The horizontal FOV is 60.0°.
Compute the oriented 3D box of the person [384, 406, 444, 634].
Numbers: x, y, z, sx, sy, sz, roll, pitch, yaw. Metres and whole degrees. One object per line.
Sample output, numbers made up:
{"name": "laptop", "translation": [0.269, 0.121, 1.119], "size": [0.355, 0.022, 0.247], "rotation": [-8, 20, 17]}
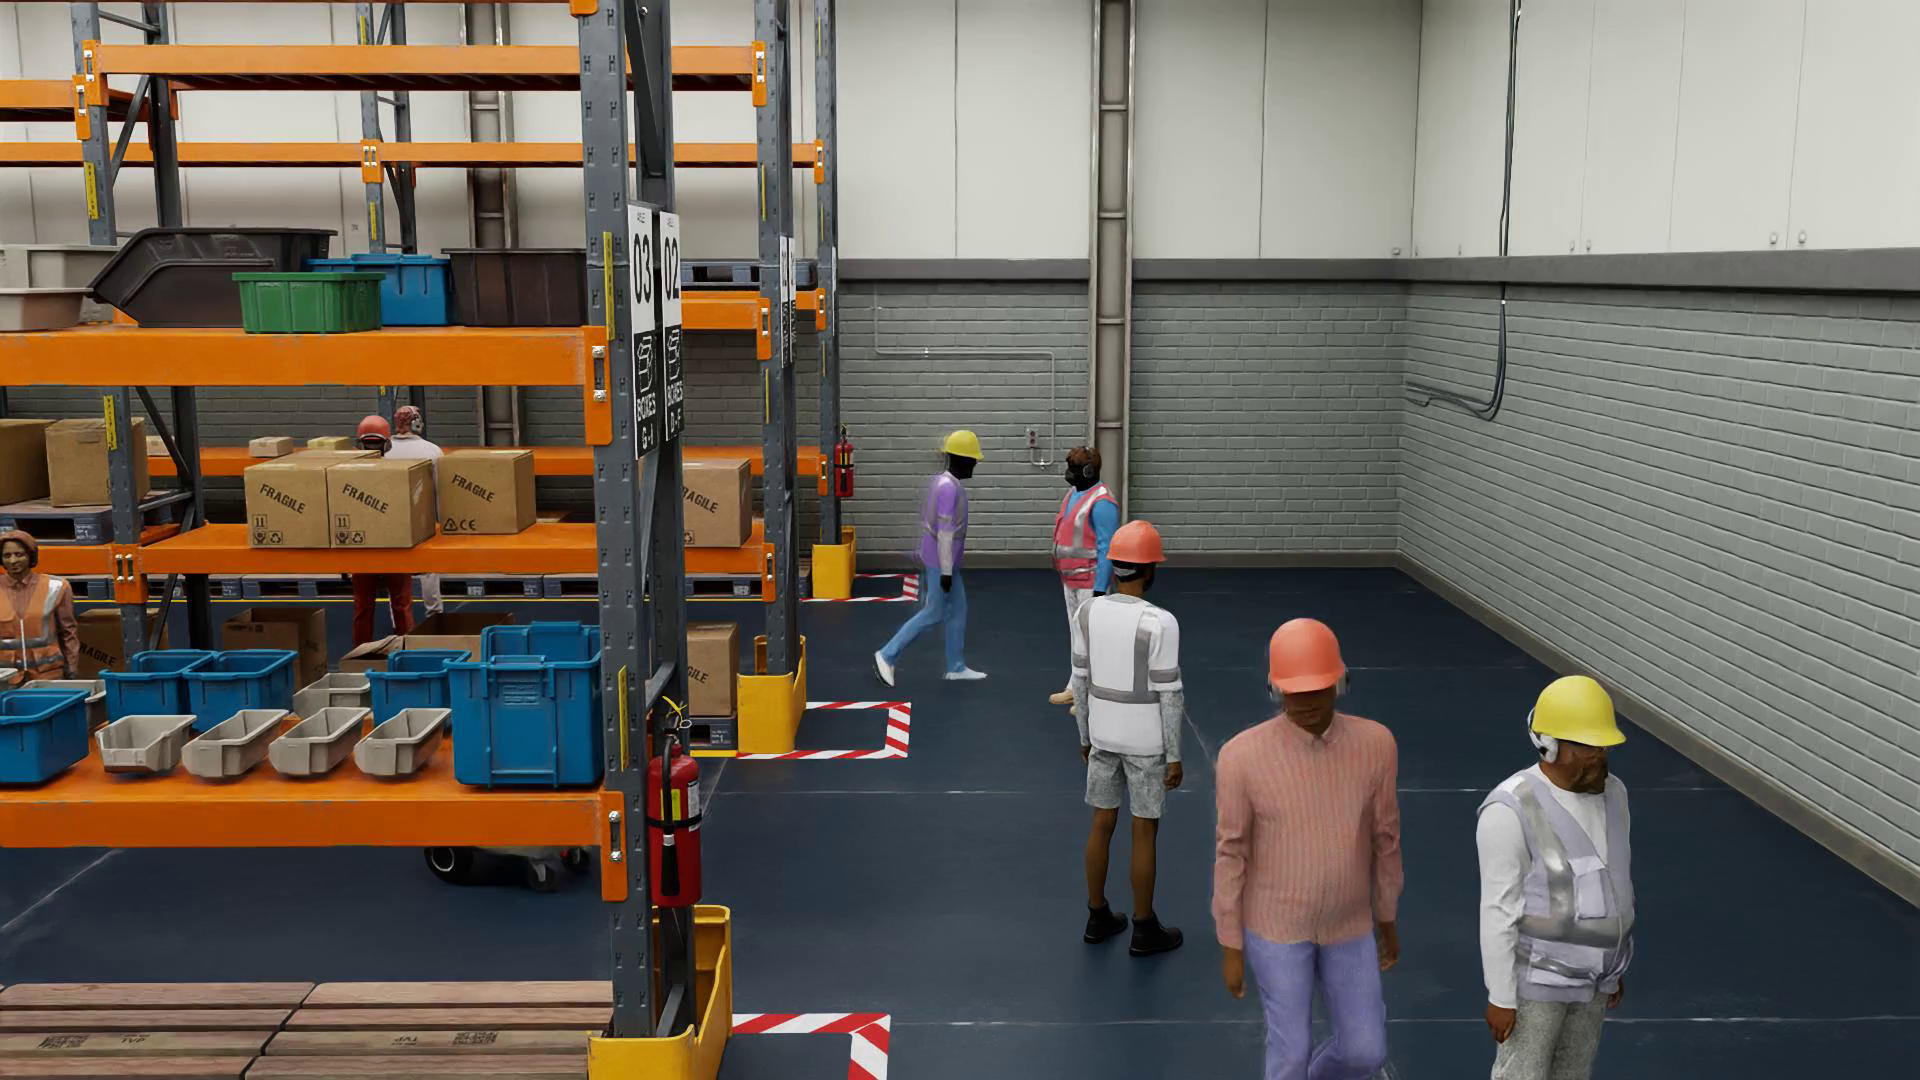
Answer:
{"name": "person", "translation": [-4.558, -0.165, 13.857], "size": [0.645, 1.903, 0.400], "rotation": [0, 9, 1]}

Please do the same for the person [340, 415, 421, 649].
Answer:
{"name": "person", "translation": [-4.205, 0.091, 12.058], "size": [0.614, 1.985, 0.422], "rotation": [-2, 10, -14]}

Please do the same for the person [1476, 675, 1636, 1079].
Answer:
{"name": "person", "translation": [1.823, 1.304, 5.062], "size": [0.600, 1.832, 0.404], "rotation": [-6, 11, -33]}

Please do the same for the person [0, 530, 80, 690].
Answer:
{"name": "person", "translation": [-5.064, 0.751, 9.040], "size": [0.515, 1.641, 0.315], "rotation": [-5, 10, -26]}

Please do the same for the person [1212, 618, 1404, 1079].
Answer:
{"name": "person", "translation": [1.095, 1.205, 5.241], "size": [0.642, 1.975, 0.452], "rotation": [-2, 9, -9]}

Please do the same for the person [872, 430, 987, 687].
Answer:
{"name": "person", "translation": [-0.227, 0.134, 12.119], "size": [0.805, 1.888, 0.619], "rotation": [0, 9, 0]}

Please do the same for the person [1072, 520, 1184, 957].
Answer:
{"name": "person", "translation": [0.765, 0.874, 7.386], "size": [0.551, 1.934, 0.362], "rotation": [8, 12, 40]}

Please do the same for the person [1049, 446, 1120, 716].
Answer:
{"name": "person", "translation": [0.849, 0.274, 11.355], "size": [0.428, 1.845, 0.624], "rotation": [-3, 10, -18]}
